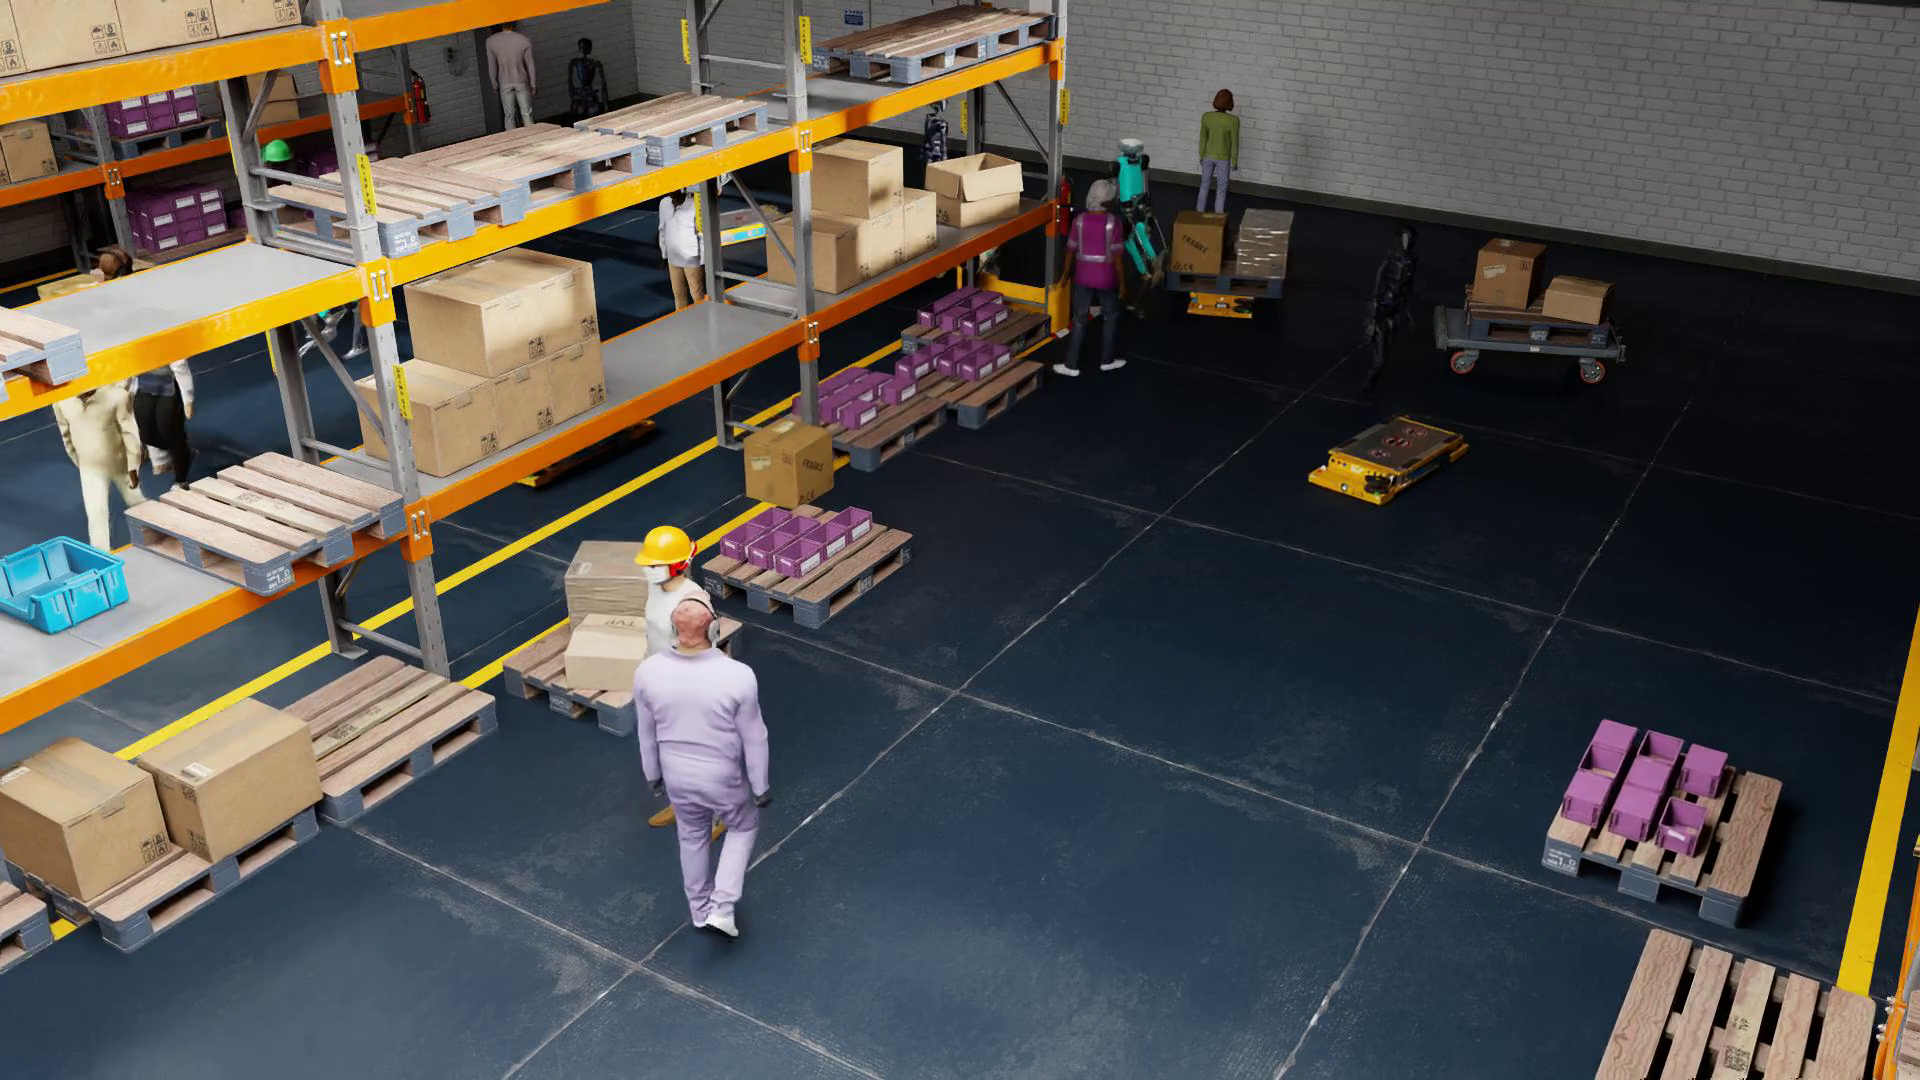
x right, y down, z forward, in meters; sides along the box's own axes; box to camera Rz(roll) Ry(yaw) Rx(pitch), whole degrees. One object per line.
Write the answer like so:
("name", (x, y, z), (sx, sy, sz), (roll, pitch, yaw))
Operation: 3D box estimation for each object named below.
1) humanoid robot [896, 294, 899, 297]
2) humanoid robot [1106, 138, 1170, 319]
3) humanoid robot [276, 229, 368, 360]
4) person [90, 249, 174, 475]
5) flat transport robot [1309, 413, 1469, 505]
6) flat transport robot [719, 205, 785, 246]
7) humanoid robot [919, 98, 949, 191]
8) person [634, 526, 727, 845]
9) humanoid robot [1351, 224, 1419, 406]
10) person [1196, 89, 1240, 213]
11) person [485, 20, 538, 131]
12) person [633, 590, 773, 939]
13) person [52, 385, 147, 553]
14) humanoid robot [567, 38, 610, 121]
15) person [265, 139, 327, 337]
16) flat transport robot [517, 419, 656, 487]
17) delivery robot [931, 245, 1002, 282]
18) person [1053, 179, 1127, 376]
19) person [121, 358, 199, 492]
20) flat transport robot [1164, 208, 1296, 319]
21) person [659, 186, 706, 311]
("humanoid robot", (-0.841, -3.206, 16.970), (0.863, 1.845, 0.560), (-20, 33, -34))
("humanoid robot", (1.854, -3.075, 16.644), (0.531, 1.783, 0.799), (-22, 34, -36))
("humanoid robot", (-5.867, -2.380, 15.282), (1.056, 1.728, 0.565), (-14, 30, -26))
("person", (-6.586, -1.408, 13.258), (0.625, 1.831, 0.434), (13, 30, 24))
("flat transport robot", (3.505, -0.670, 13.518), (0.659, 0.231, 1.431), (23, 35, 37))
("flat transport robot", (-2.612, -3.620, 19.331), (1.431, 0.231, 0.659), (-20, 33, -34))
("humanoid robot", (-0.278, -4.325, 19.175), (0.478, 1.643, 0.612), (-10, 29, -20))
("person", (-1.488, 0.781, 8.865), (0.360, 1.896, 0.564), (-22, 34, -37))
("humanoid robot", (3.734, -1.972, 14.538), (0.600, 1.643, 0.380), (-21, 34, -35))
("person", (3.017, -4.454, 19.483), (0.512, 1.622, 0.314), (18, 32, 31))
("person", (-6.028, -6.159, 22.493), (0.628, 1.938, 0.371), (-3, 27, -5))
("person", (-1.245, 1.146, 8.139), (0.684, 1.897, 0.486), (8, 28, 15))
("person", (-5.988, -0.519, 11.621), (0.566, 1.707, 0.870), (-3, 27, -6))
("humanoid robot", (-4.955, -5.833, 22.133), (0.611, 1.643, 0.363), (8, 28, 16))
("person", (-6.429, -2.889, 16.050), (0.494, 1.935, 0.477), (6, 28, 12))
("flat transport robot", (-3.259, -0.833, 13.840), (0.659, 0.231, 1.431), (16, 31, 28))
("delivery robot", (0.066, -3.068, 17.914), (0.768, 0.583, 0.499), (12, 29, 22))
("person", (1.204, -2.392, 15.209), (0.683, 1.826, 0.452), (6, 28, 12))
("person", (-6.159, -1.125, 12.792), (0.752, 1.735, 0.490), (9, 28, 17))
("flat transport robot", (2.808, -2.635, 17.391), (0.659, 0.231, 1.431), (7, 28, 13))
("person", (-2.643, -2.697, 15.871), (0.568, 1.749, 0.341), (16, 31, 28))
